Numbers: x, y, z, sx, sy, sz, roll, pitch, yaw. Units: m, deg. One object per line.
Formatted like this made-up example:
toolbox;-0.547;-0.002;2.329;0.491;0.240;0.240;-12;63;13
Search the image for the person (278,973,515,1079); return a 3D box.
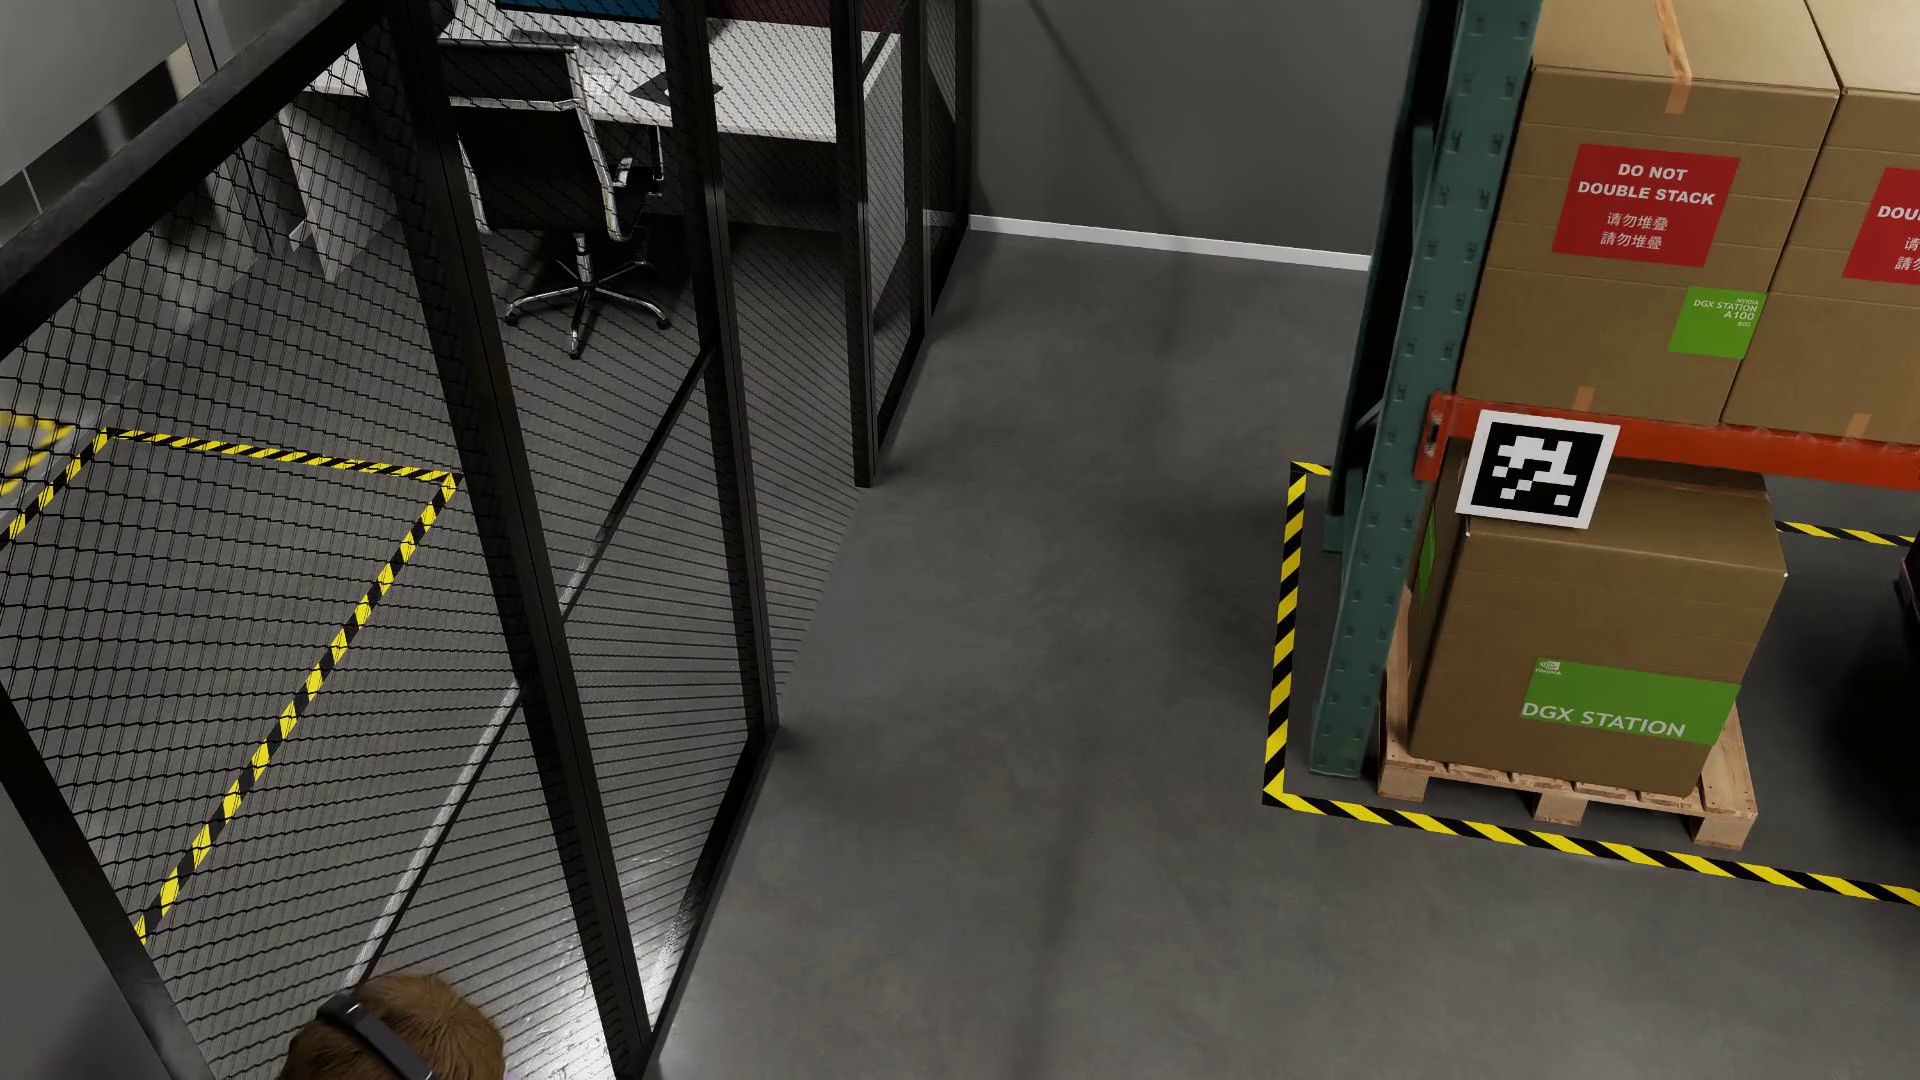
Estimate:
person;-0.528;1.159;2.163;0.636;1.938;0.355;19;44;20
